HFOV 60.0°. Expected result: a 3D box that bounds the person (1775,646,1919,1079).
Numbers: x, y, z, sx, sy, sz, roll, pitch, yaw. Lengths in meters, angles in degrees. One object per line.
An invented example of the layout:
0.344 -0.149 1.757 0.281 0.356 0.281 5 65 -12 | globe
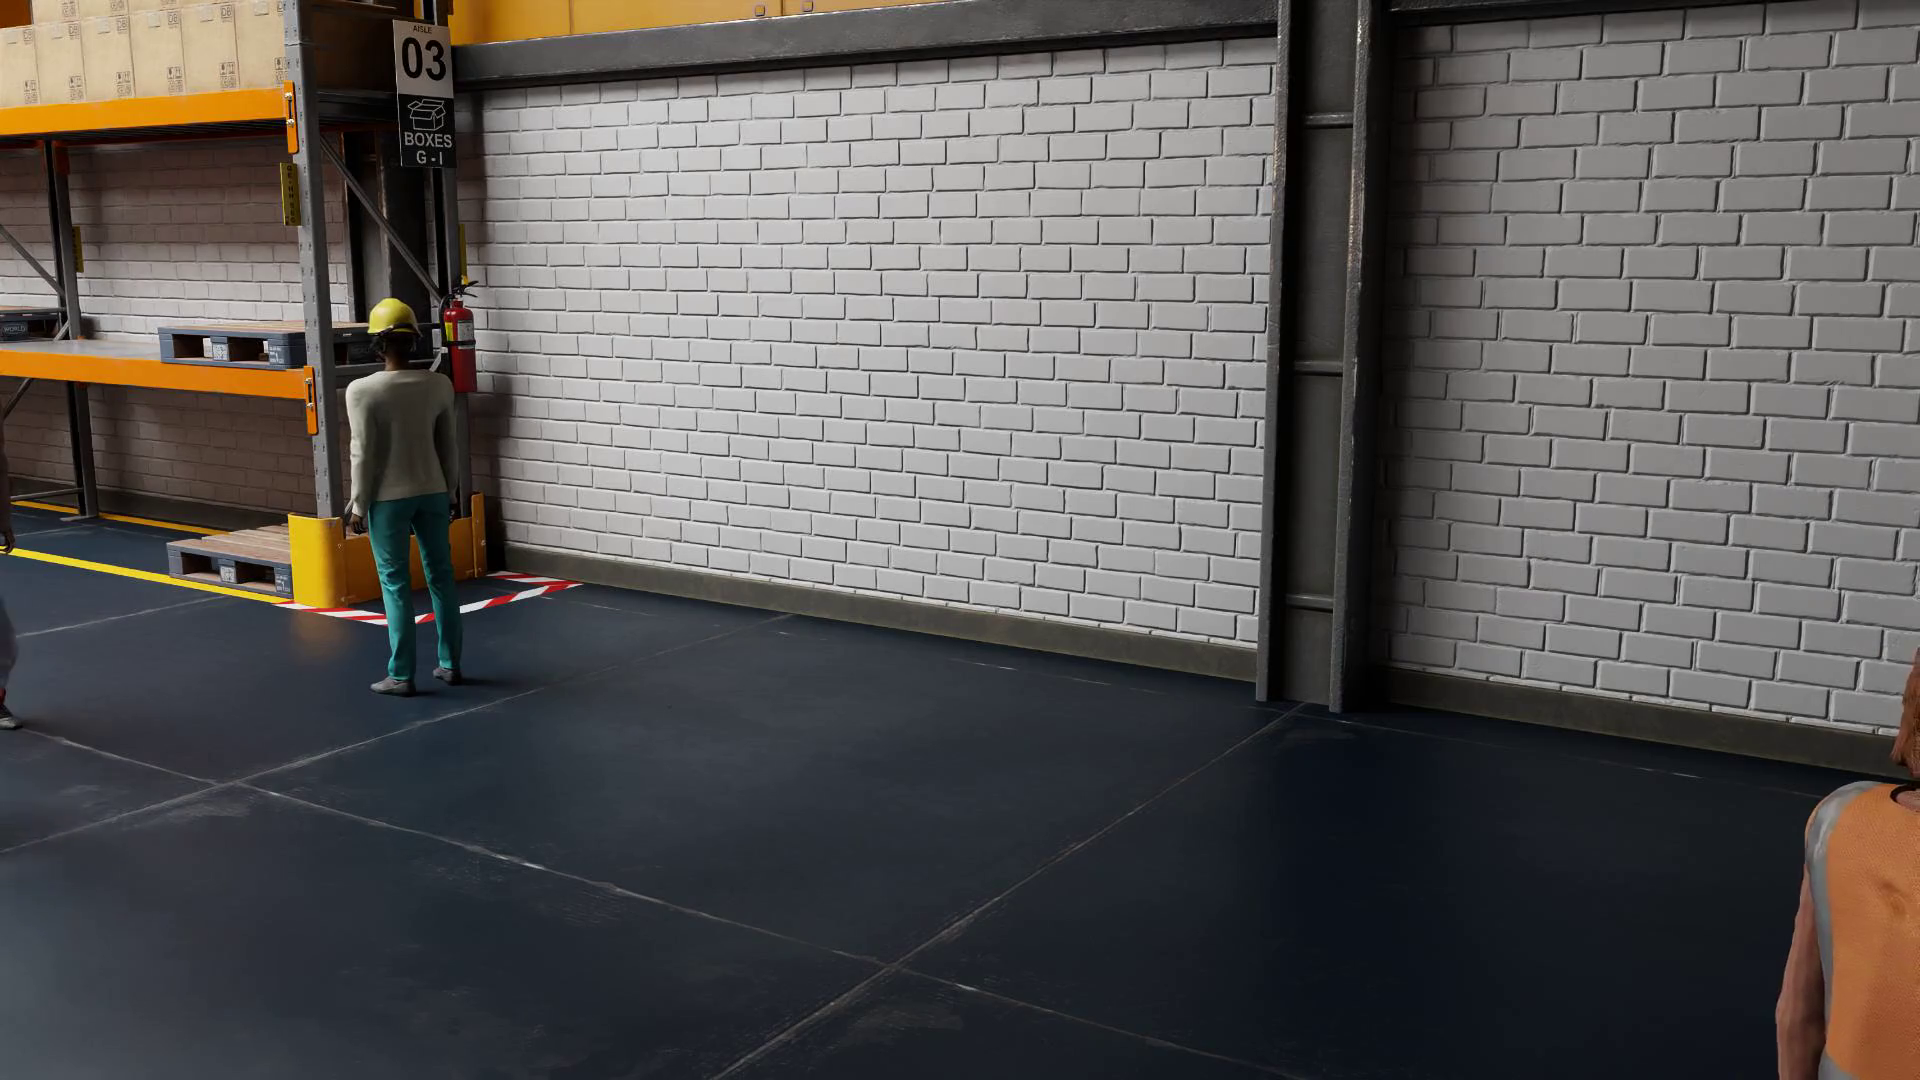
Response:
1.147 0.866 1.951 0.314 1.636 0.516 -2 10 -10 | person

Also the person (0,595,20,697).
-3.575 0.063 5.807 0.537 1.854 0.410 1 10 5 | person

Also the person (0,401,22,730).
-4.115 -0.061 6.734 0.310 1.769 0.525 10 14 44 | person

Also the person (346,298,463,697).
-2.483 -0.186 7.425 0.324 1.767 0.533 9 13 39 | person
